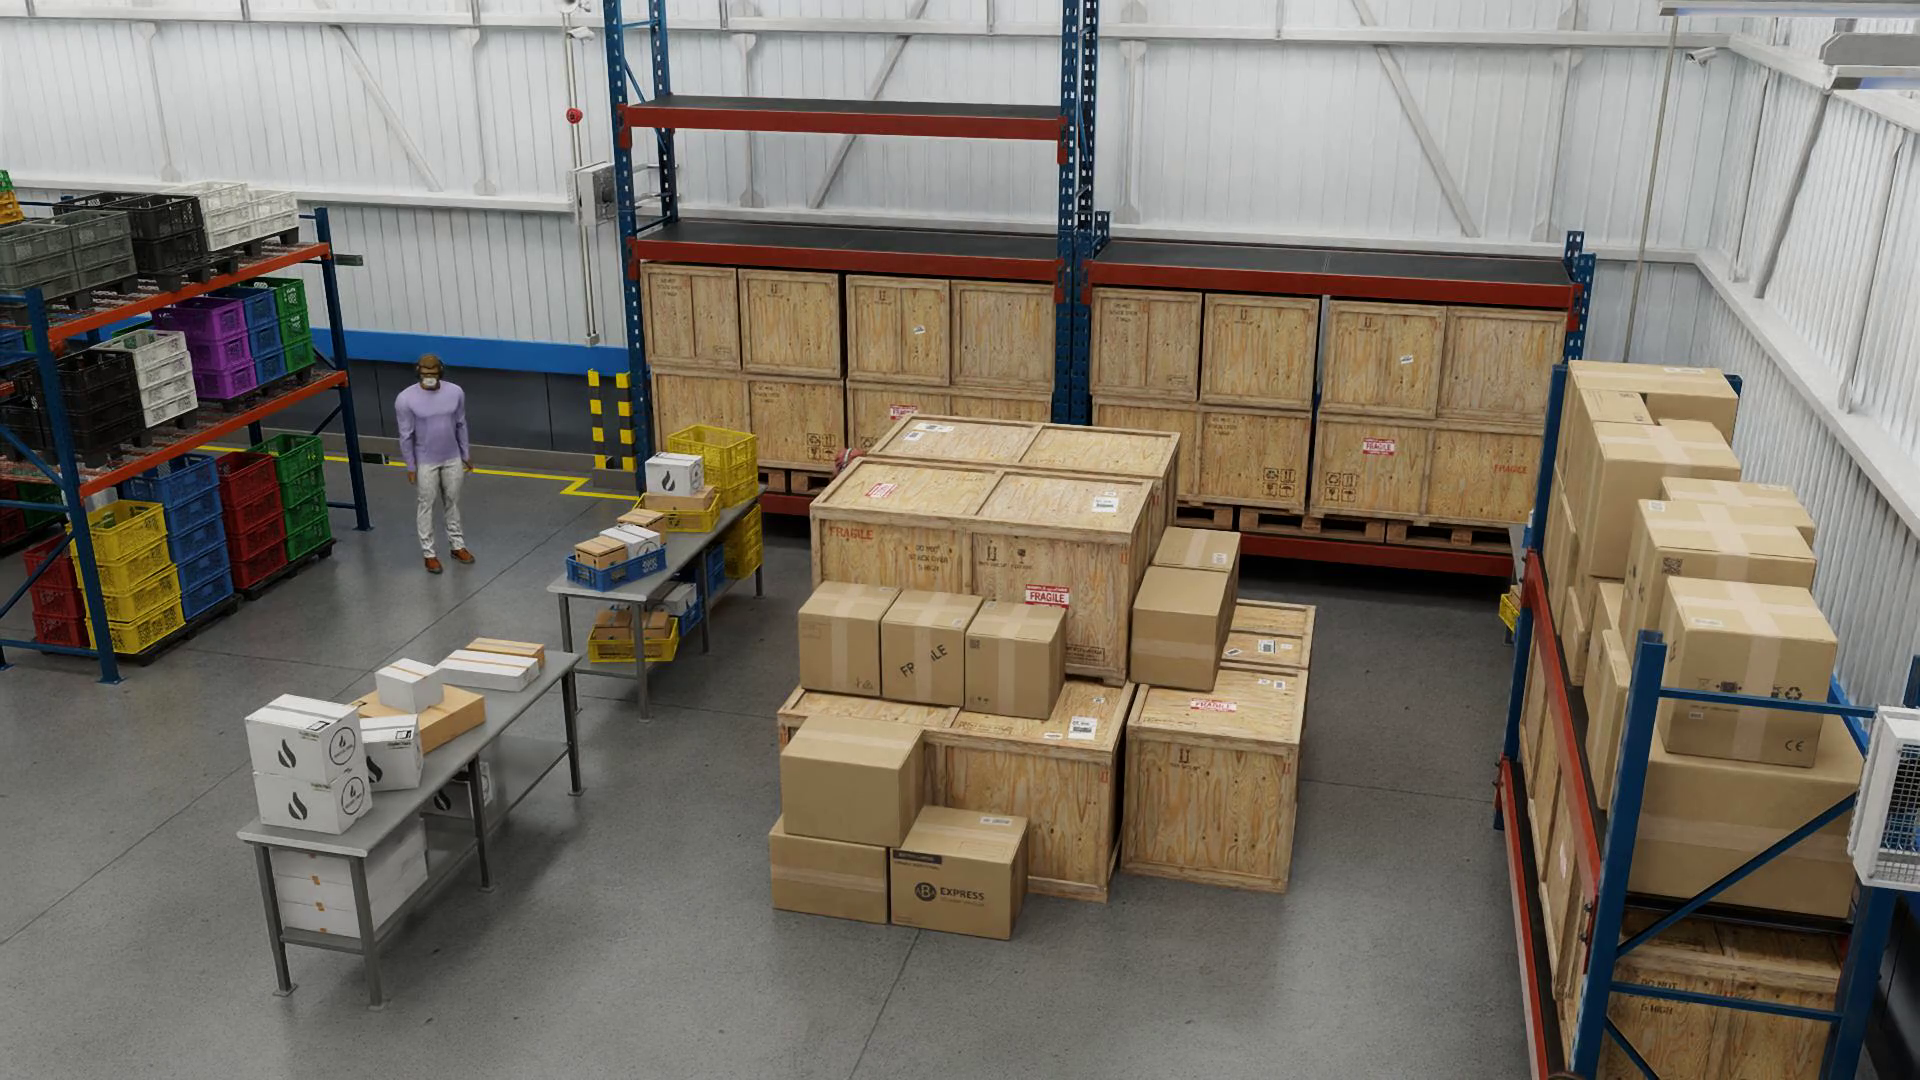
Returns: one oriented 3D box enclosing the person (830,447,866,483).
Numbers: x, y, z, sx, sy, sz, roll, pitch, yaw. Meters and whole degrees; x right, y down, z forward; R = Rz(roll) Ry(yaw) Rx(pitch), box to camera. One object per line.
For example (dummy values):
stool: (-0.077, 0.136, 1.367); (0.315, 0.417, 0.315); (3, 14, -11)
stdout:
person: (-0.806, 0.229, 12.157); (0.398, 1.899, 0.643); (5, 22, 14)

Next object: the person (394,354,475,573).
person: (-4.551, -0.690, 14.501); (0.627, 1.935, 0.372); (-18, 27, -38)

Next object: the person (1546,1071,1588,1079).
person: (2.019, 2.657, 5.870); (0.429, 1.844, 0.632); (-15, 25, -34)

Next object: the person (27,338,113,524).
person: (-8.127, -0.939, 15.224); (0.574, 1.881, 0.357); (-5, 21, -13)
